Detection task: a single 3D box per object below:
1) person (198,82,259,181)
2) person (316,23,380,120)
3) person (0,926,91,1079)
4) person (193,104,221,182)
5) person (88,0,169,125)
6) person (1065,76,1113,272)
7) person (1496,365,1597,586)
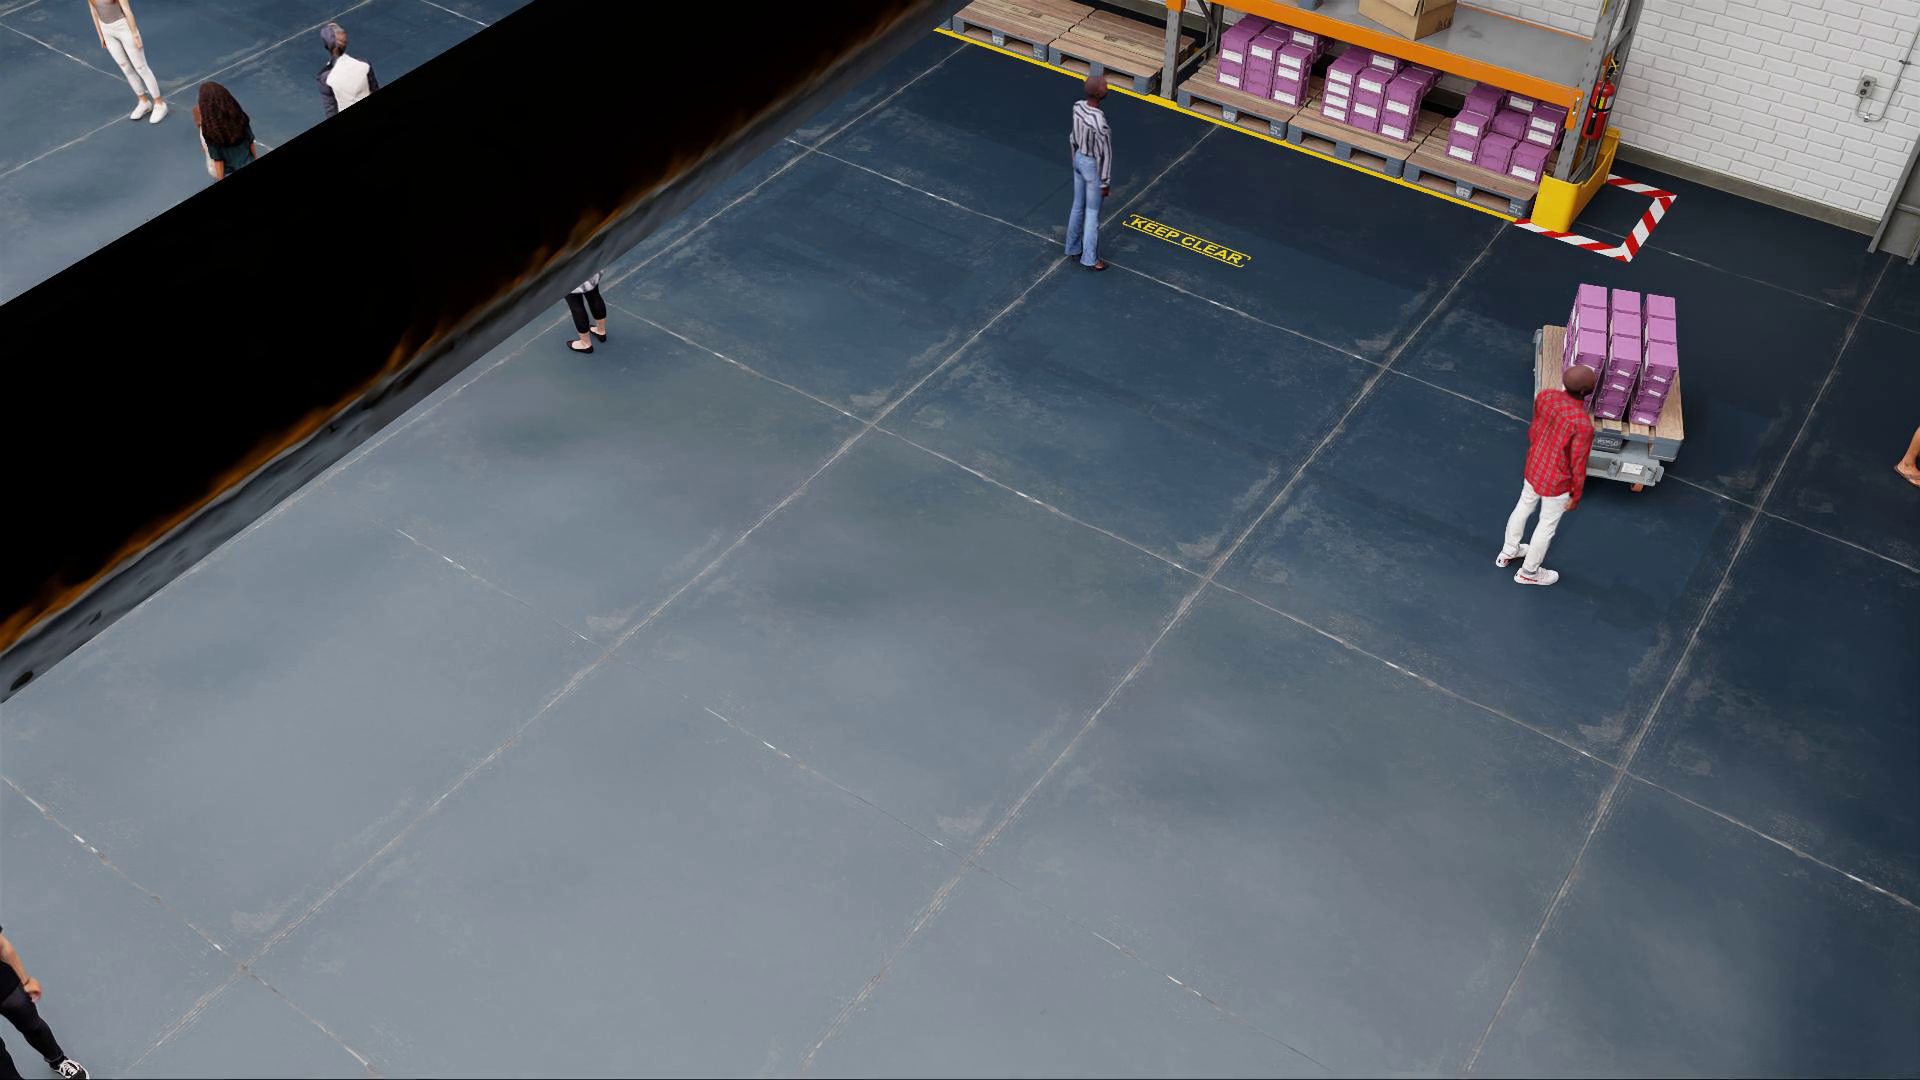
[{"bbox_3d":[-6.196,-3.183,14.293,0.595,1.617,0.601,29,51,27],"label":"person"},{"bbox_3d":[-5.247,-3.590,14.522,0.740,1.890,0.667,-32,52,-29],"label":"person"},{"bbox_3d":[-4.944,2.288,8.392,0.571,1.836,0.659,33,52,30],"label":"person"},{"bbox_3d":[-6.576,-3.316,14.741,0.645,1.192,0.571,-13,45,-13],"label":"person"},{"bbox_3d":[-8.061,-4.870,15.992,0.592,1.716,0.721,8,44,8],"label":"person"},{"bbox_3d":[1.099,-3.106,14.082,0.754,1.796,0.614,-22,48,-21],"label":"person"},{"bbox_3d":[4.009,-0.457,11.284,0.819,1.820,0.705,-17,46,-17],"label":"person"}]
